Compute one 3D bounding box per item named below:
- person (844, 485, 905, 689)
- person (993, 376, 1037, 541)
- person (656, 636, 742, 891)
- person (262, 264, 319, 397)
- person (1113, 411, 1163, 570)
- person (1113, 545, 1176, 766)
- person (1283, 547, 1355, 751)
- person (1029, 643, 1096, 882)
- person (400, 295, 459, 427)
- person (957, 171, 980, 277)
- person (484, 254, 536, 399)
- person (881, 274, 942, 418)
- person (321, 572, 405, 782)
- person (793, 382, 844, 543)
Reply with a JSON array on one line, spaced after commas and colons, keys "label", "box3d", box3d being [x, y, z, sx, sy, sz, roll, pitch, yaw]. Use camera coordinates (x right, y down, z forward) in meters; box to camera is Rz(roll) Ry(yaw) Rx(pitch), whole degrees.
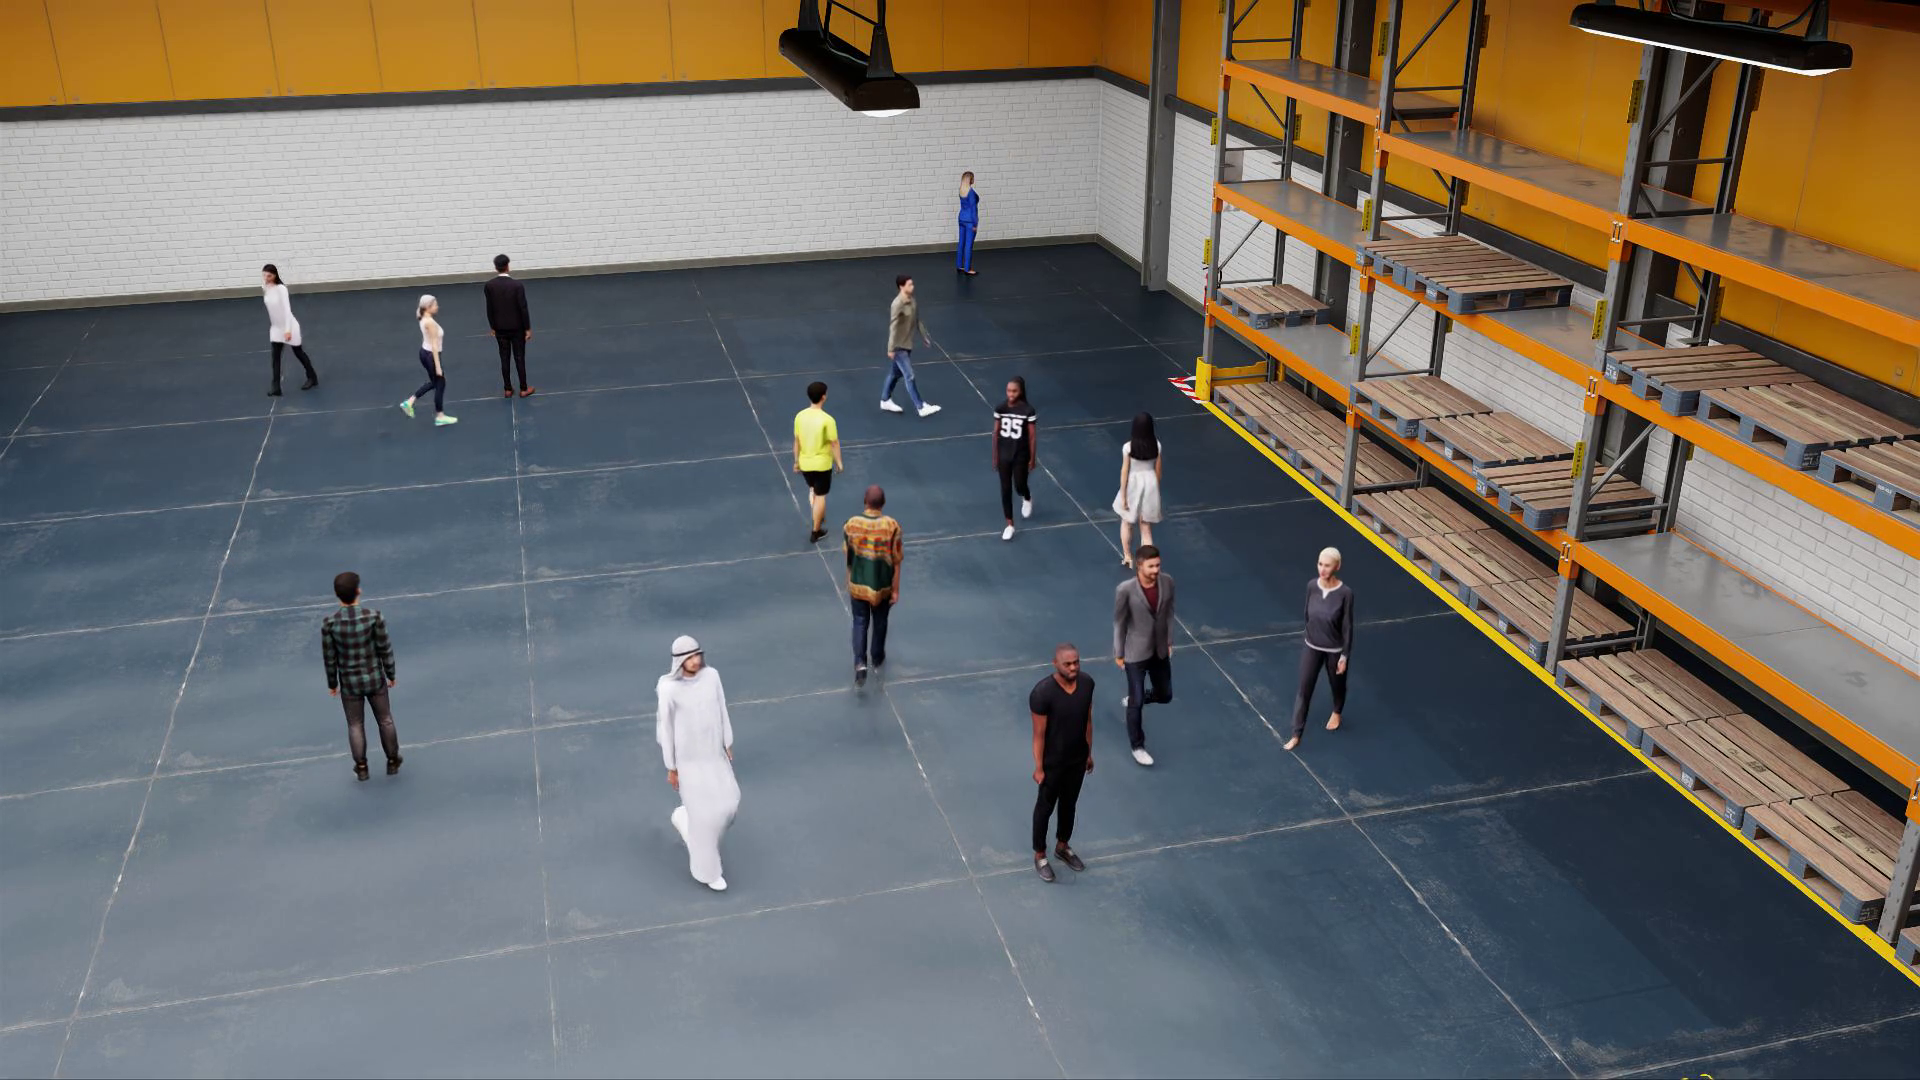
[{"label": "person", "box3d": [-0.783, 0.412, 14.422, 0.906, 1.785, 1.177, 2, 24, 4]}, {"label": "person", "box3d": [0.583, -0.888, 17.483, 0.885, 1.714, 1.009, 8, 25, 17]}, {"label": "person", "box3d": [-1.896, 1.515, 11.742, 1.053, 1.910, 0.950, 21, 31, 39]}, {"label": "person", "box3d": [-8.746, -2.767, 21.724, 1.037, 1.761, 1.144, 13, 27, 28]}, {"label": "person", "box3d": [1.788, -0.366, 16.242, 0.701, 1.752, 0.895, -1, 24, -3]}, {"label": "person", "box3d": [1.447, 0.860, 13.302, 0.780, 1.860, 0.961, -10, 26, -22]}, {"label": "person", "box3d": [3.023, 0.846, 13.550, 1.078, 1.688, 1.114, 15, 28, 30]}, {"label": "person", "box3d": [0.717, 1.541, 11.796, 0.714, 1.819, 0.642, -12, 26, -26]}, {"label": "person", "box3d": [-6.589, -2.176, 20.472, 0.787, 1.681, 0.887, -13, 27, -28]}, {"label": "person", "box3d": [0.118, -5.230, 27.436, 0.728, 1.699, 0.573, -14, 27, -29]}, {"label": "person", "box3d": [-5.861, -2.779, 21.601, 0.760, 1.882, 0.683, 2, 24, 4]}, {"label": "person", "box3d": [-0.814, -2.442, 20.914, 1.162, 1.815, 1.181, 8, 25, 18]}, {"label": "person", "box3d": [-4.638, 1.046, 12.847, 0.699, 1.713, 0.546, -9, 25, -19]}, {"label": "person", "box3d": [-1.533, -0.786, 17.281, 0.857, 1.690, 0.922, 11, 26, 23]}]
